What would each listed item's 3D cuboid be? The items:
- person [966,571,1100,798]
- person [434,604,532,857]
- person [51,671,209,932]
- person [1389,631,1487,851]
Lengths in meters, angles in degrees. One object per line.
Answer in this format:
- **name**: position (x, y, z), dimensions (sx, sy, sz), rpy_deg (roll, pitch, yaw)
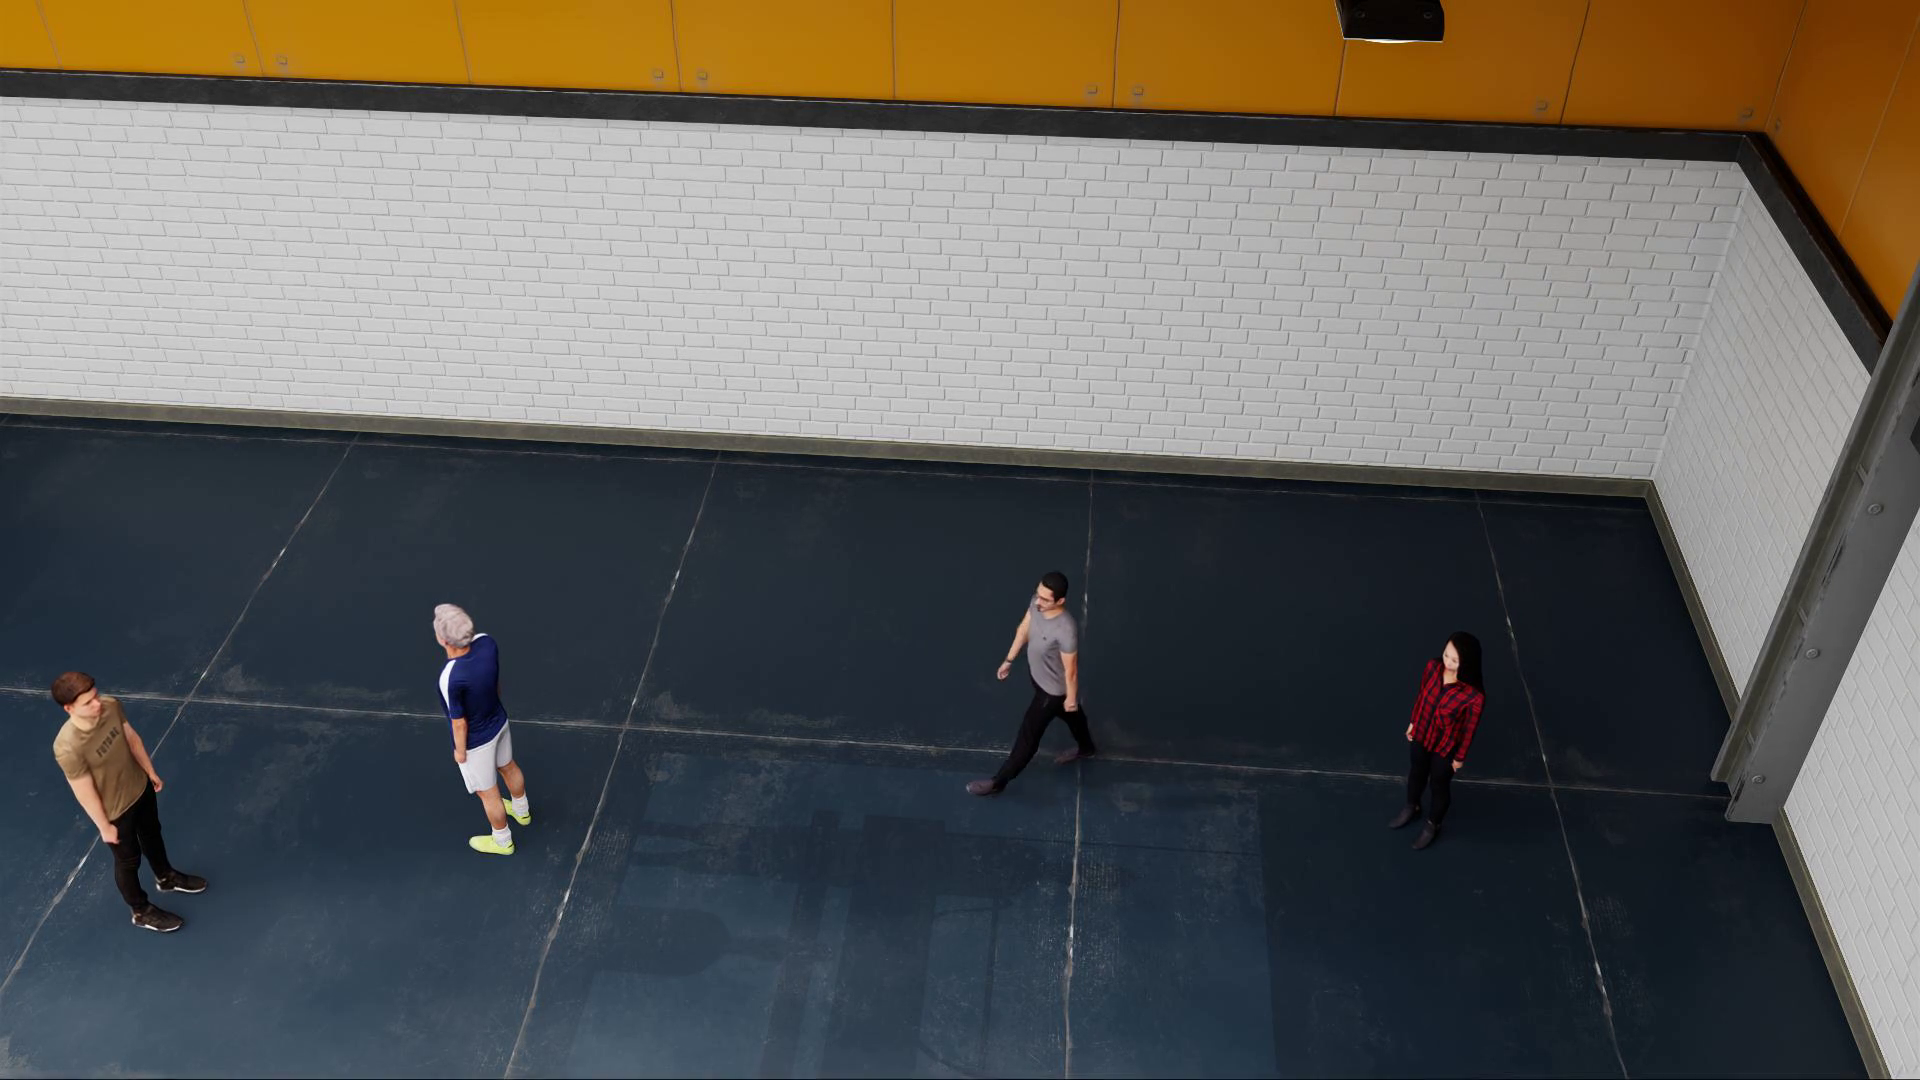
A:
- **person**: position (0.632, 0.832, 10.130), dimensions (1.012, 1.705, 1.196), rpy_deg (-11, 40, -14)
- **person**: position (-2.796, 1.094, 9.695), dimensions (0.734, 1.839, 0.558), rpy_deg (10, 40, 12)
- **person**: position (-4.691, 1.428, 9.267), dimensions (0.720, 1.850, 0.499), rpy_deg (6, 39, 7)
- **person**: position (2.828, 1.152, 9.772), dimensions (0.717, 1.651, 0.636), rpy_deg (-23, 44, -26)
